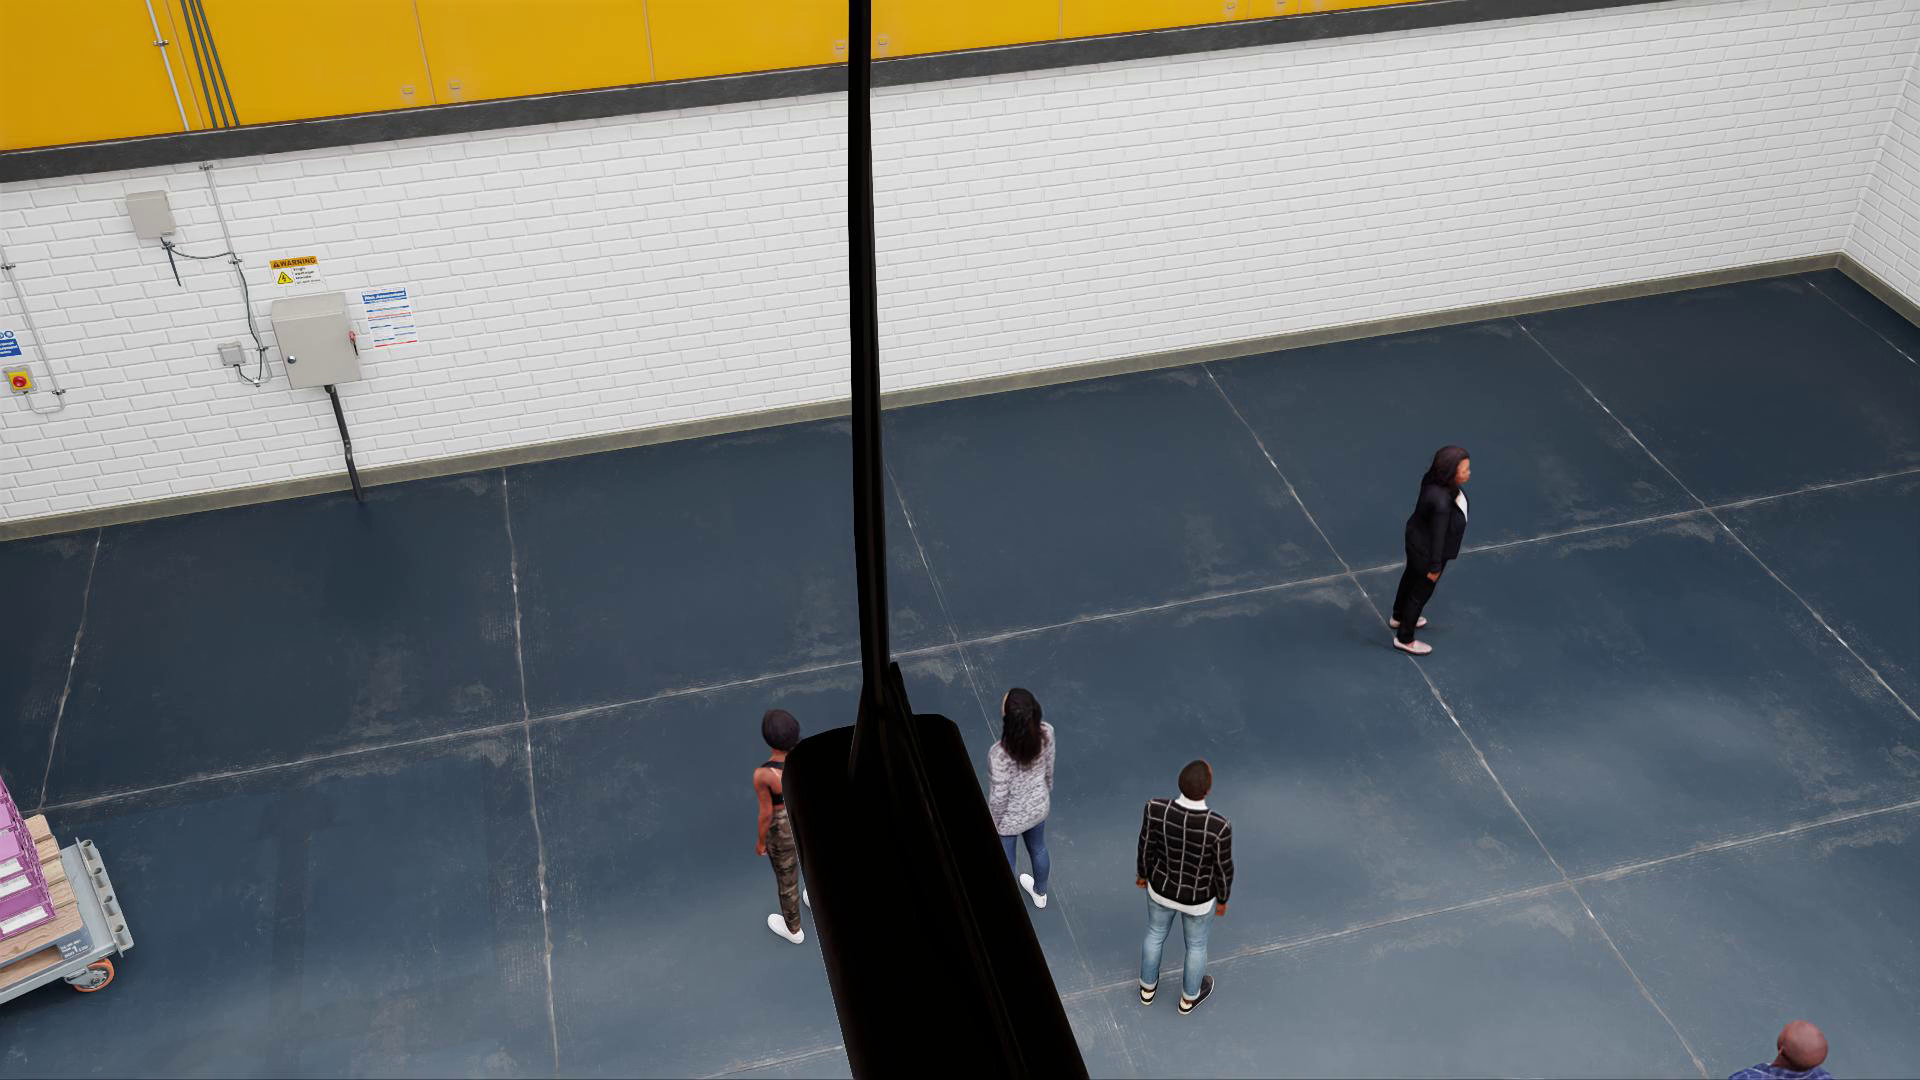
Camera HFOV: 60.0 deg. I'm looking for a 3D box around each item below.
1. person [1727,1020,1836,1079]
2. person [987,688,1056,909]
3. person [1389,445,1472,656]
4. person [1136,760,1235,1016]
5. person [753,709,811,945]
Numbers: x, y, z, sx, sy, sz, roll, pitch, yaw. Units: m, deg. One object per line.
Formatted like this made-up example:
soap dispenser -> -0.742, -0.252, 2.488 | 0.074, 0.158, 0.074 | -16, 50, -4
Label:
person -> 3.612, 2.777, 7.602 | 0.690, 1.820, 0.646 | -4, 39, -5
person -> 0.325, 1.491, 9.283 | 0.690, 1.732, 0.657 | -26, 45, -29
person -> 3.147, 0.042, 11.191 | 0.807, 1.615, 0.691 | 4, 39, 5
person -> 1.168, 1.837, 8.778 | 0.746, 1.821, 0.773 | 15, 41, 18
person -> -0.939, 1.578, 9.200 | 0.656, 1.699, 0.662 | -30, 48, -32
